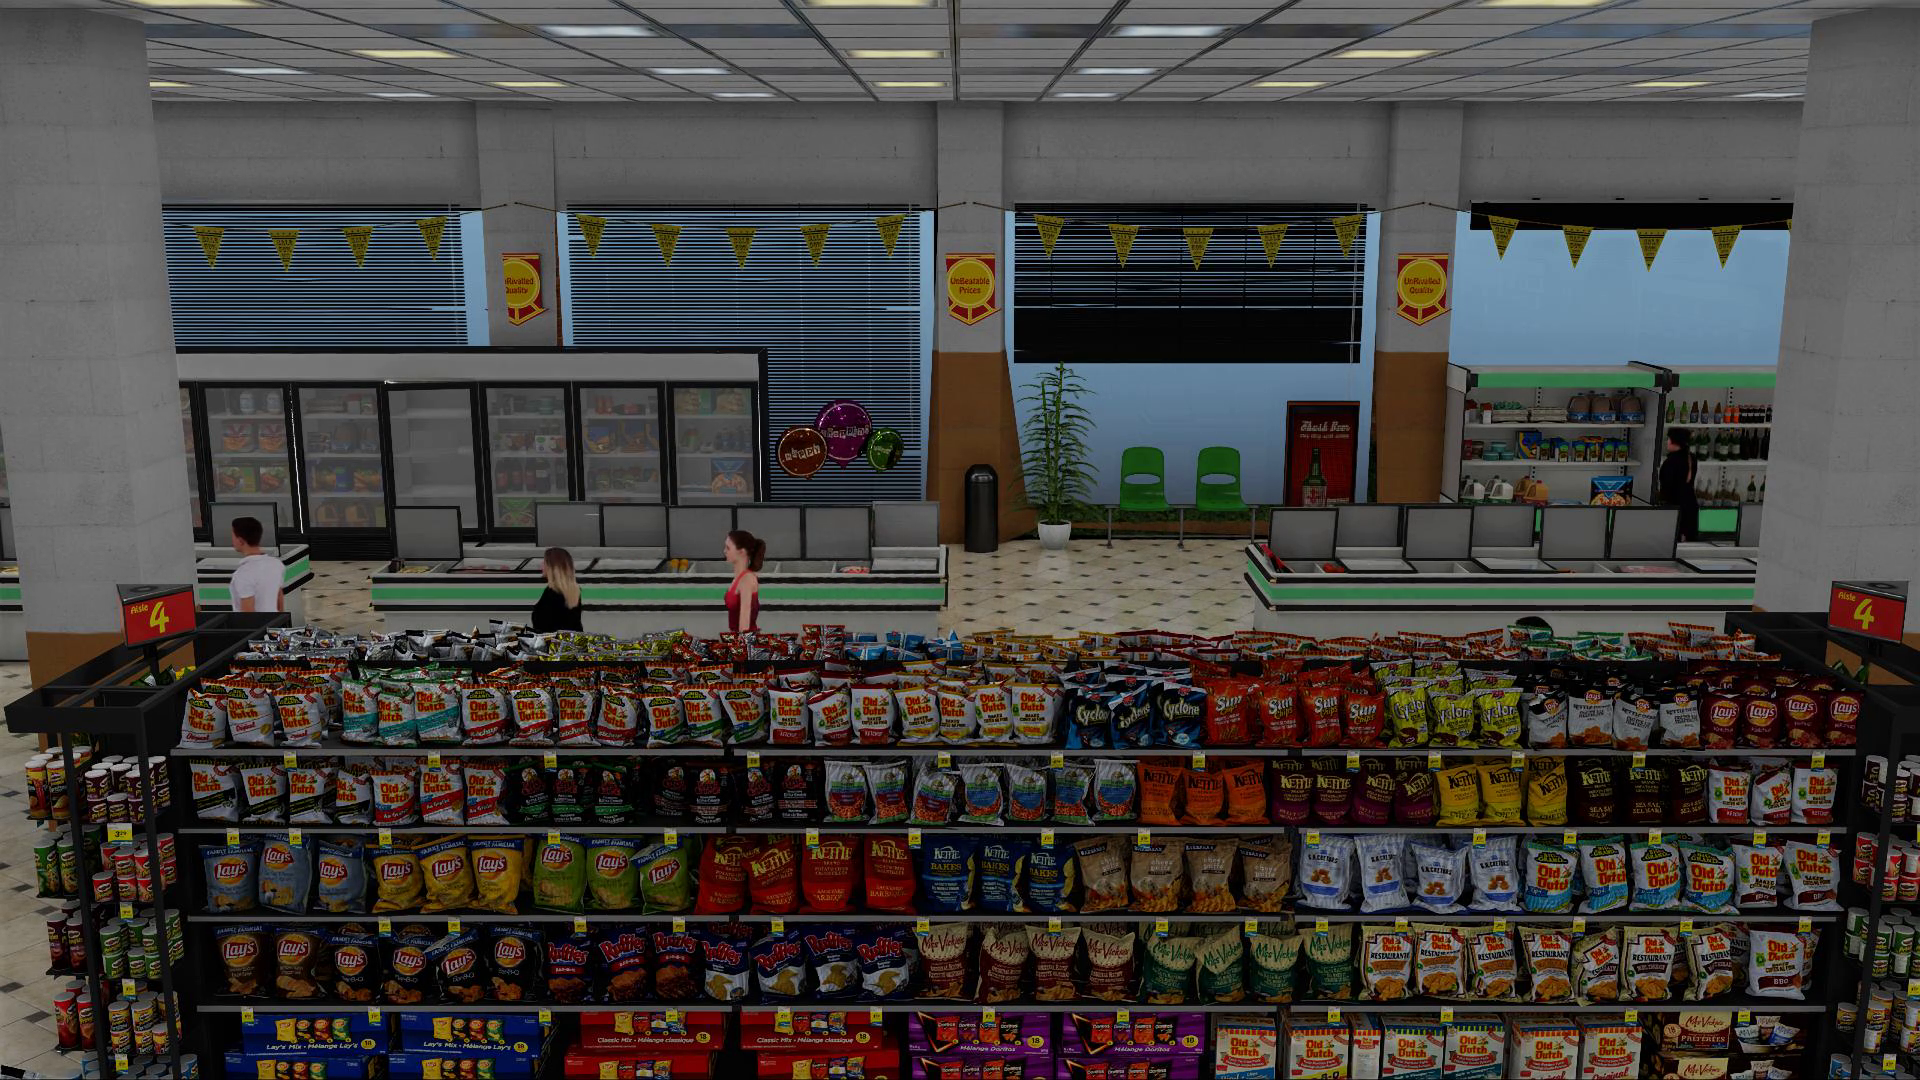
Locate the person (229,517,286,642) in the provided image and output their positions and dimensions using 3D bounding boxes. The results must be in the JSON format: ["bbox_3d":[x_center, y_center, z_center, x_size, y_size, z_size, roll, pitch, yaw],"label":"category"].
[{"bbox_3d":[-4.835,0.747,11.540,0.581,1.852,0.683,2,12,8],"label":"person"}]

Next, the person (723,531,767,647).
[{"bbox_3d":[-1.411,0.796,11.590,1.082,1.735,0.718,-3,12,-12],"label":"person"}]

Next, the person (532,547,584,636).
[{"bbox_3d":[-2.600,0.907,11.293,1.187,1.641,0.633,1,12,3],"label":"person"}]
